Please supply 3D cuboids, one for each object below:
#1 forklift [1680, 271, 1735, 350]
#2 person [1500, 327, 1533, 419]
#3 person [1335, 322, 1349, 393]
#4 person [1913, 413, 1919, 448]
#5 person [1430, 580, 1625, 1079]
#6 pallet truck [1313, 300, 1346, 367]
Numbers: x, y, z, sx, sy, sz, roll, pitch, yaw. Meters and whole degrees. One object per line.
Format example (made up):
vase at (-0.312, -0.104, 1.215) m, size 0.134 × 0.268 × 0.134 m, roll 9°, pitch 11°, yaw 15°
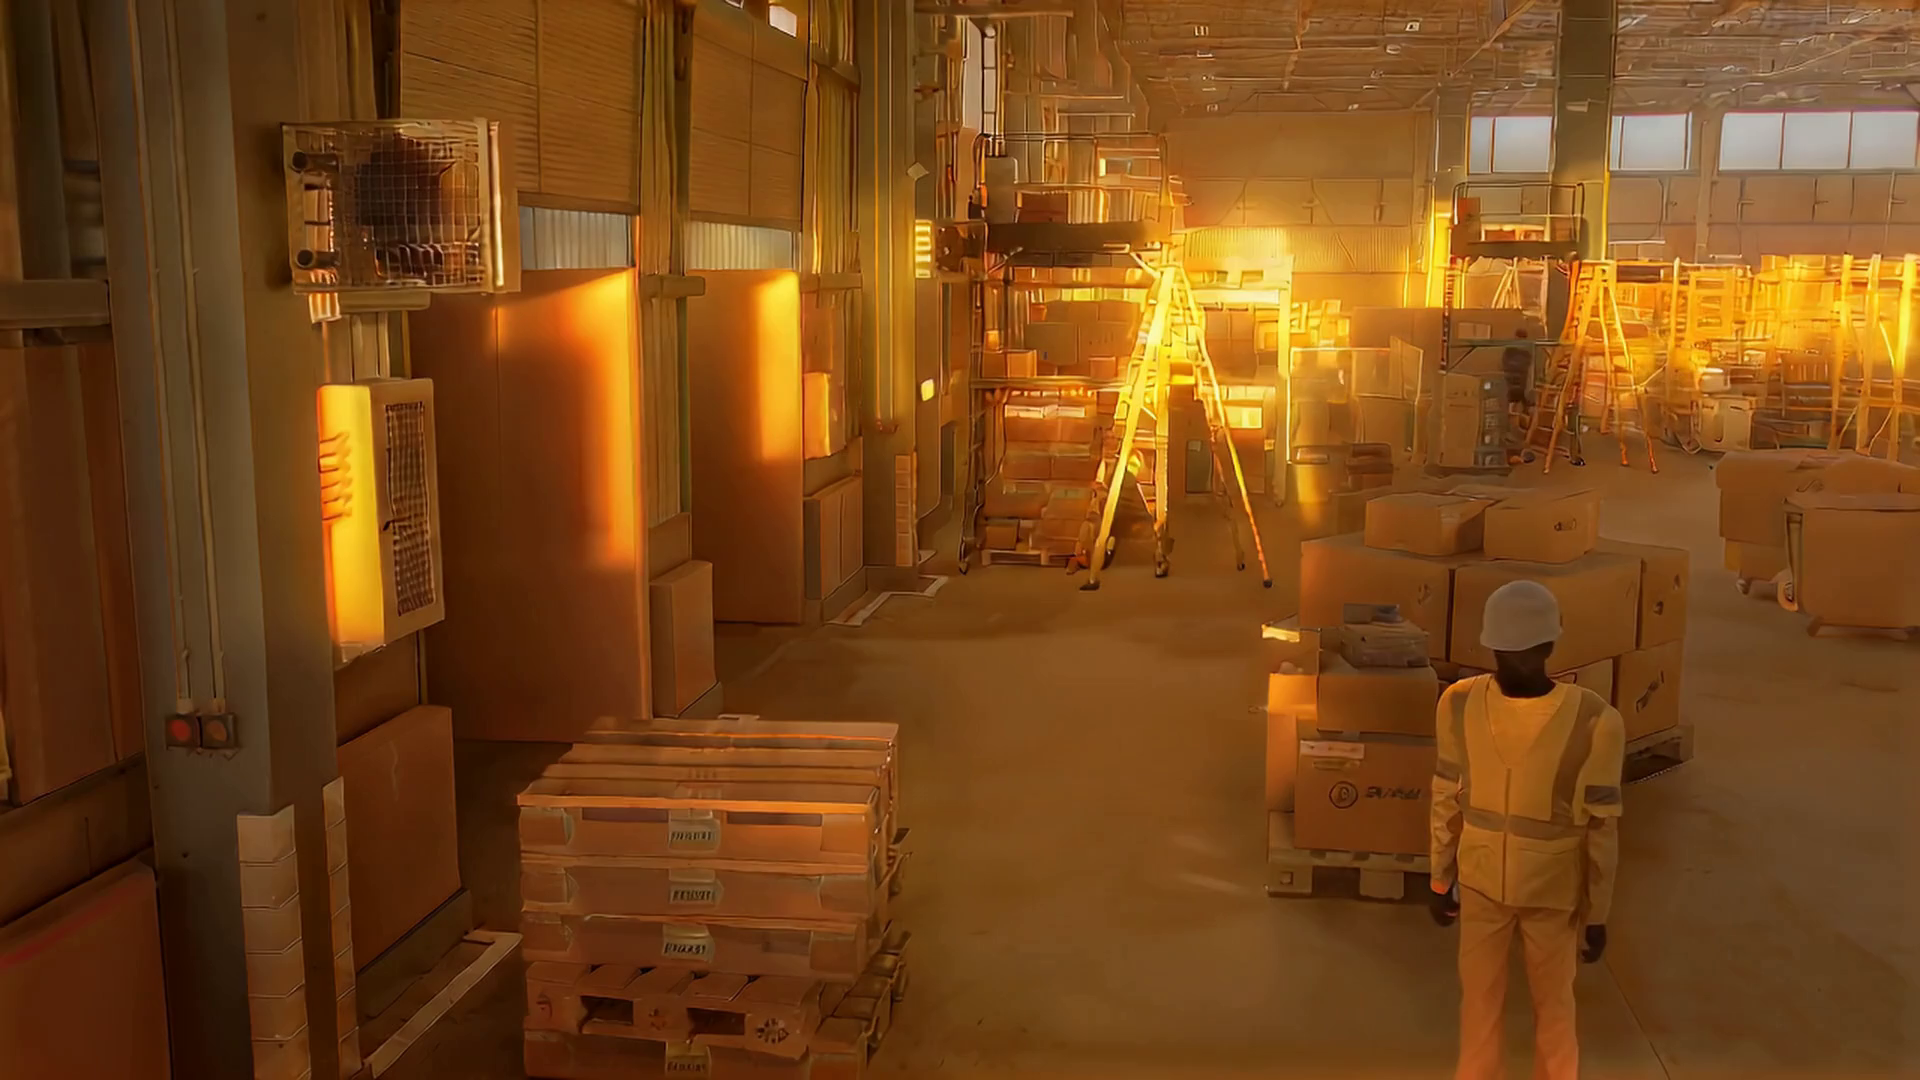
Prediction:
forklift at (17.320, -4.818, 38.478) m, size 1.129 × 2.768 × 1.873 m, roll 5°, pitch 10°, yaw 28°
person at (9.217, -2.561, 27.500) m, size 0.586 × 1.920 × 0.419 m, roll -4°, pitch 10°, yaw -22°
person at (8.920, -4.204, 38.388) m, size 0.537 × 1.684 × 0.492 m, roll 4°, pitch 10°, yaw 24°
person at (15.607, -2.341, 26.735) m, size 0.322 × 1.737 × 0.487 m, roll 9°, pitch 13°, yaw 43°
person at (1.726, 1.064, 5.170) m, size 0.588 × 1.918 × 0.399 m, roll 7°, pitch 12°, yaw 37°
pallet truck at (11.159, -6.200, 49.718) m, size 0.823 × 1.965 × 1.885 m, roll 4°, pitch 10°, yaw 26°
